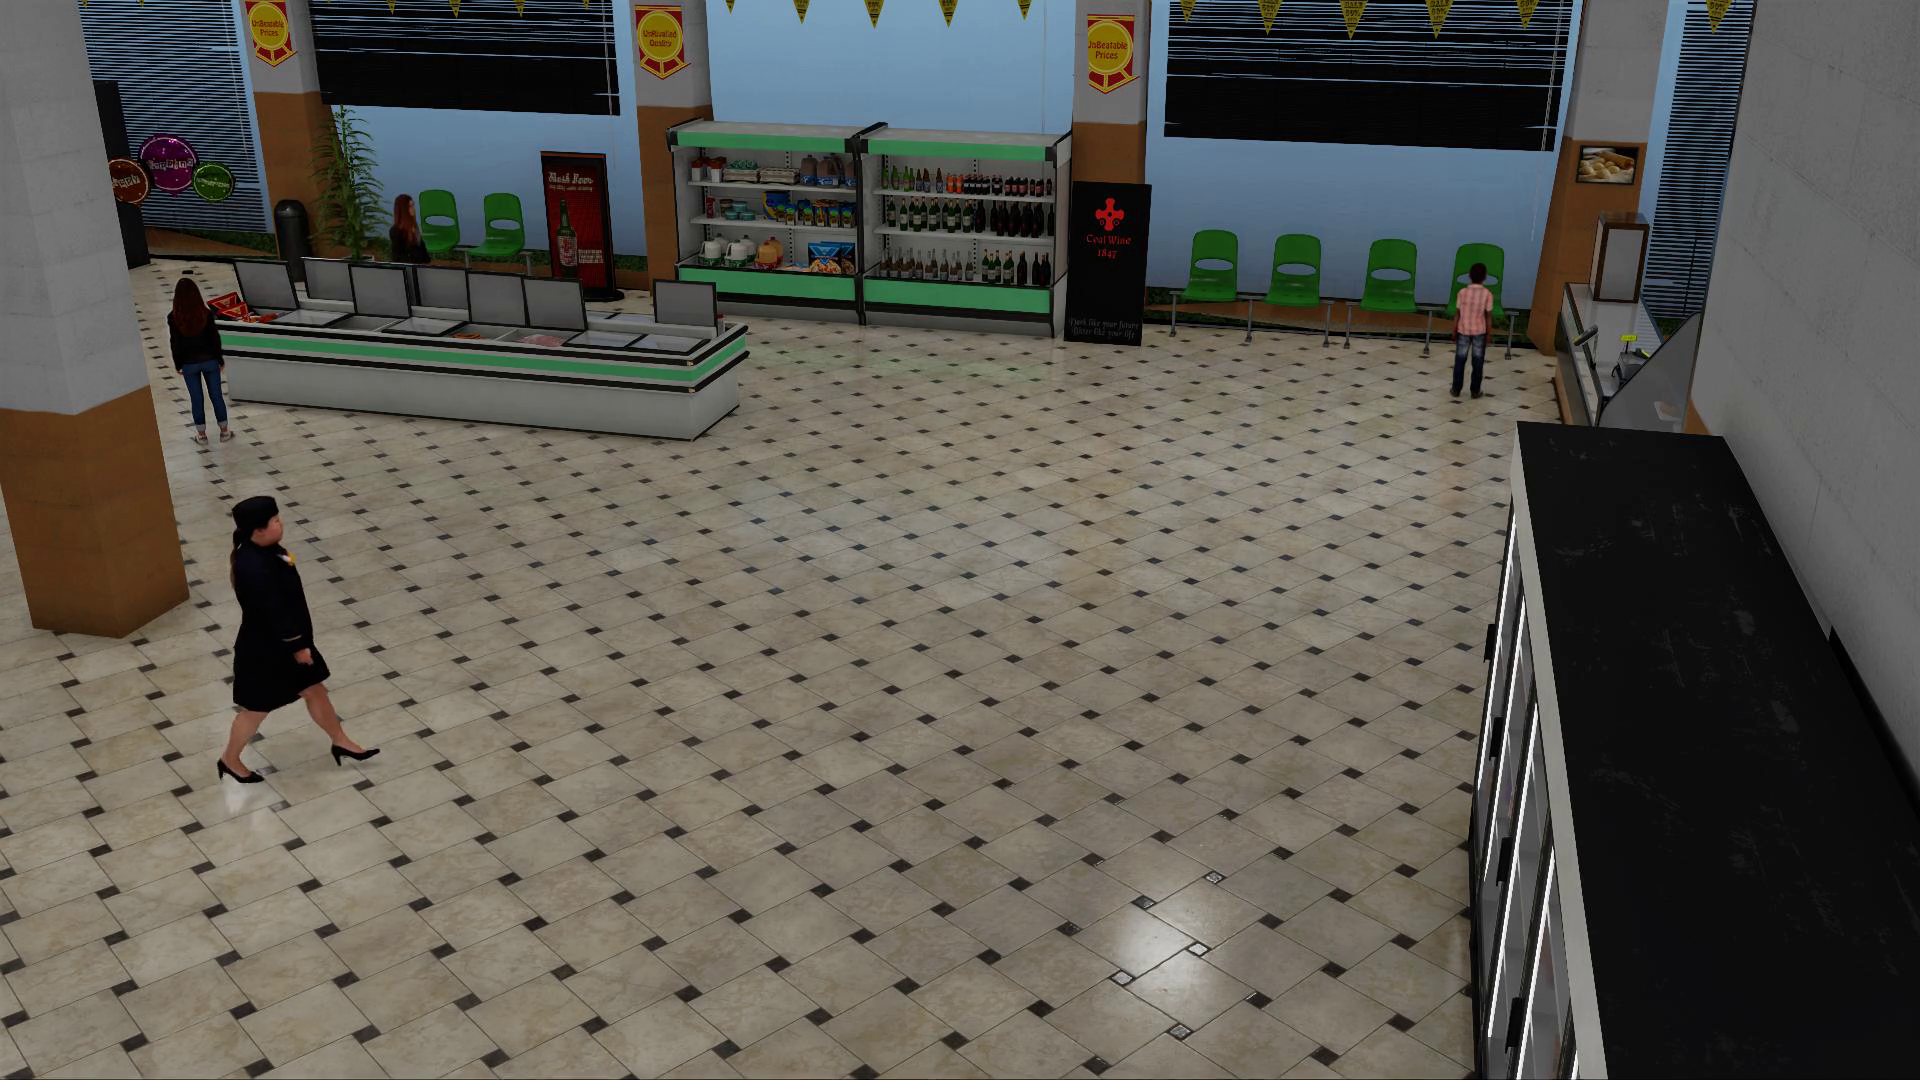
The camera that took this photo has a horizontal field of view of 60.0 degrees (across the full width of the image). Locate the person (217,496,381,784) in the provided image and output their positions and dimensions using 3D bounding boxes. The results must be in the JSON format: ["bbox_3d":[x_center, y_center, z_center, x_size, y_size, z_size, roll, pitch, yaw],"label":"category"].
[{"bbox_3d":[-3.781,0.606,8.968,1.189,1.628,1.005,-5,22,-13],"label":"person"}]

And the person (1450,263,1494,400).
[{"bbox_3d":[4.886,-2.001,15.887,0.421,1.307,0.581,8,23,18],"label":"person"}]

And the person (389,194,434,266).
[{"bbox_3d":[-5.726,-2.704,17.163,1.127,1.660,0.710,3,22,7],"label":"person"}]

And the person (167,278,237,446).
[{"bbox_3d":[-6.669,-1.571,14.580,0.634,1.483,0.700,-11,24,-26],"label":"person"}]
